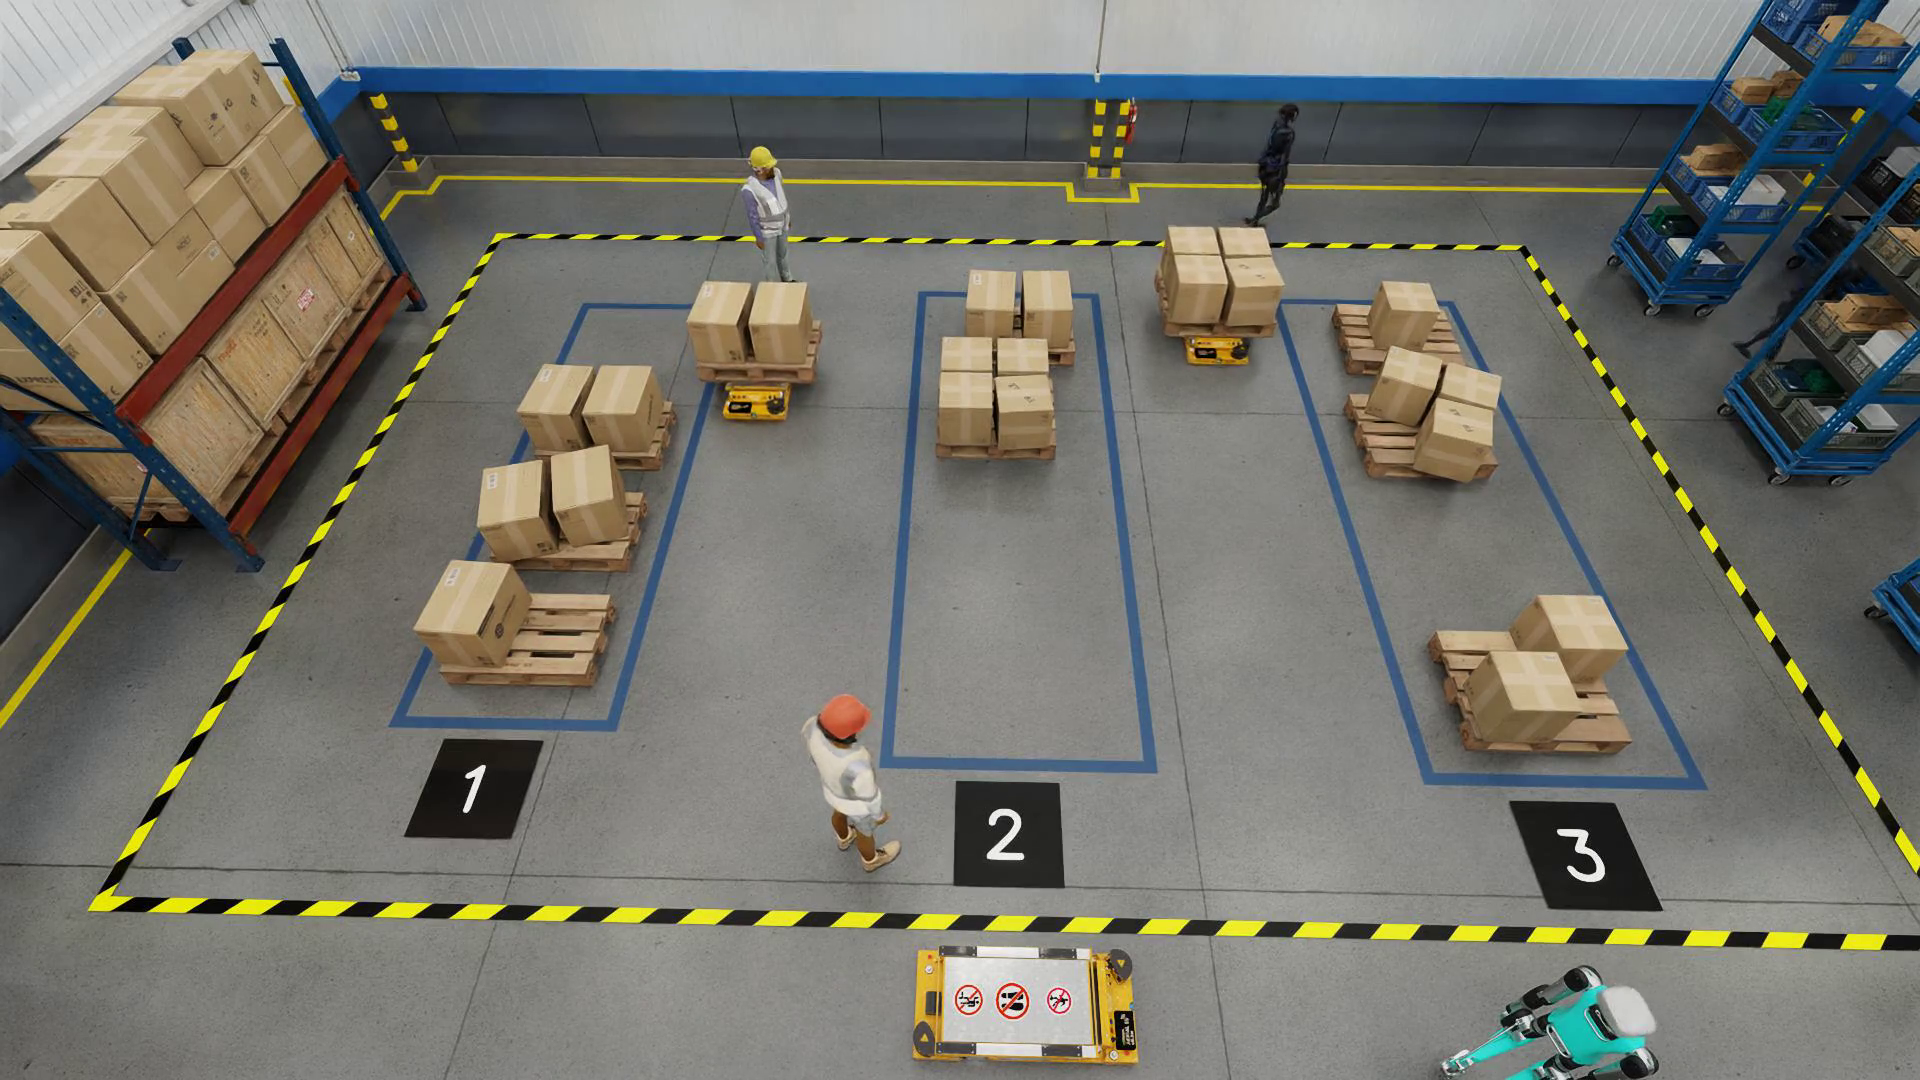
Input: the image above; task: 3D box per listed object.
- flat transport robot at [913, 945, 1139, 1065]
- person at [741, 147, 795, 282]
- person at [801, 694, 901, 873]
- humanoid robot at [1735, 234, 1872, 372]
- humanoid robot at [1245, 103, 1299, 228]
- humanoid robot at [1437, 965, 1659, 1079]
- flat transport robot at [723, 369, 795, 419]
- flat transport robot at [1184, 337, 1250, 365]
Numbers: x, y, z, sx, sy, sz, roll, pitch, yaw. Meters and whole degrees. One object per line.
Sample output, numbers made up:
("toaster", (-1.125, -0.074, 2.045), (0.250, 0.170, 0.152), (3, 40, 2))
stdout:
("flat transport robot", (0.422, 3.041, 6.007), (1.431, 0.231, 0.659), (1, 51, 1))
("person", (-2.119, -3.559, 10.378), (0.404, 1.831, 0.599), (24, 55, 18))
("person", (-0.701, 1.617, 6.031), (0.604, 2.033, 0.395), (37, 60, 26))
("humanoid robot", (8.924, -2.459, 9.602), (0.589, 1.631, 0.750), (-12, 52, -9))
("humanoid robot", (3.840, -4.579, 11.312), (0.392, 1.650, 0.593), (-8, 51, -6))
("humanoid robot", (3.098, 2.884, 5.102), (0.735, 1.676, 0.533), (-12, 52, -10))
("flat transport robot", (-2.140, -1.876, 9.997), (0.652, 0.197, 1.431), (1, 51, 1))
("flat transport robot", (2.879, -2.557, 10.552), (0.652, 0.197, 1.431), (1, 51, 1))
